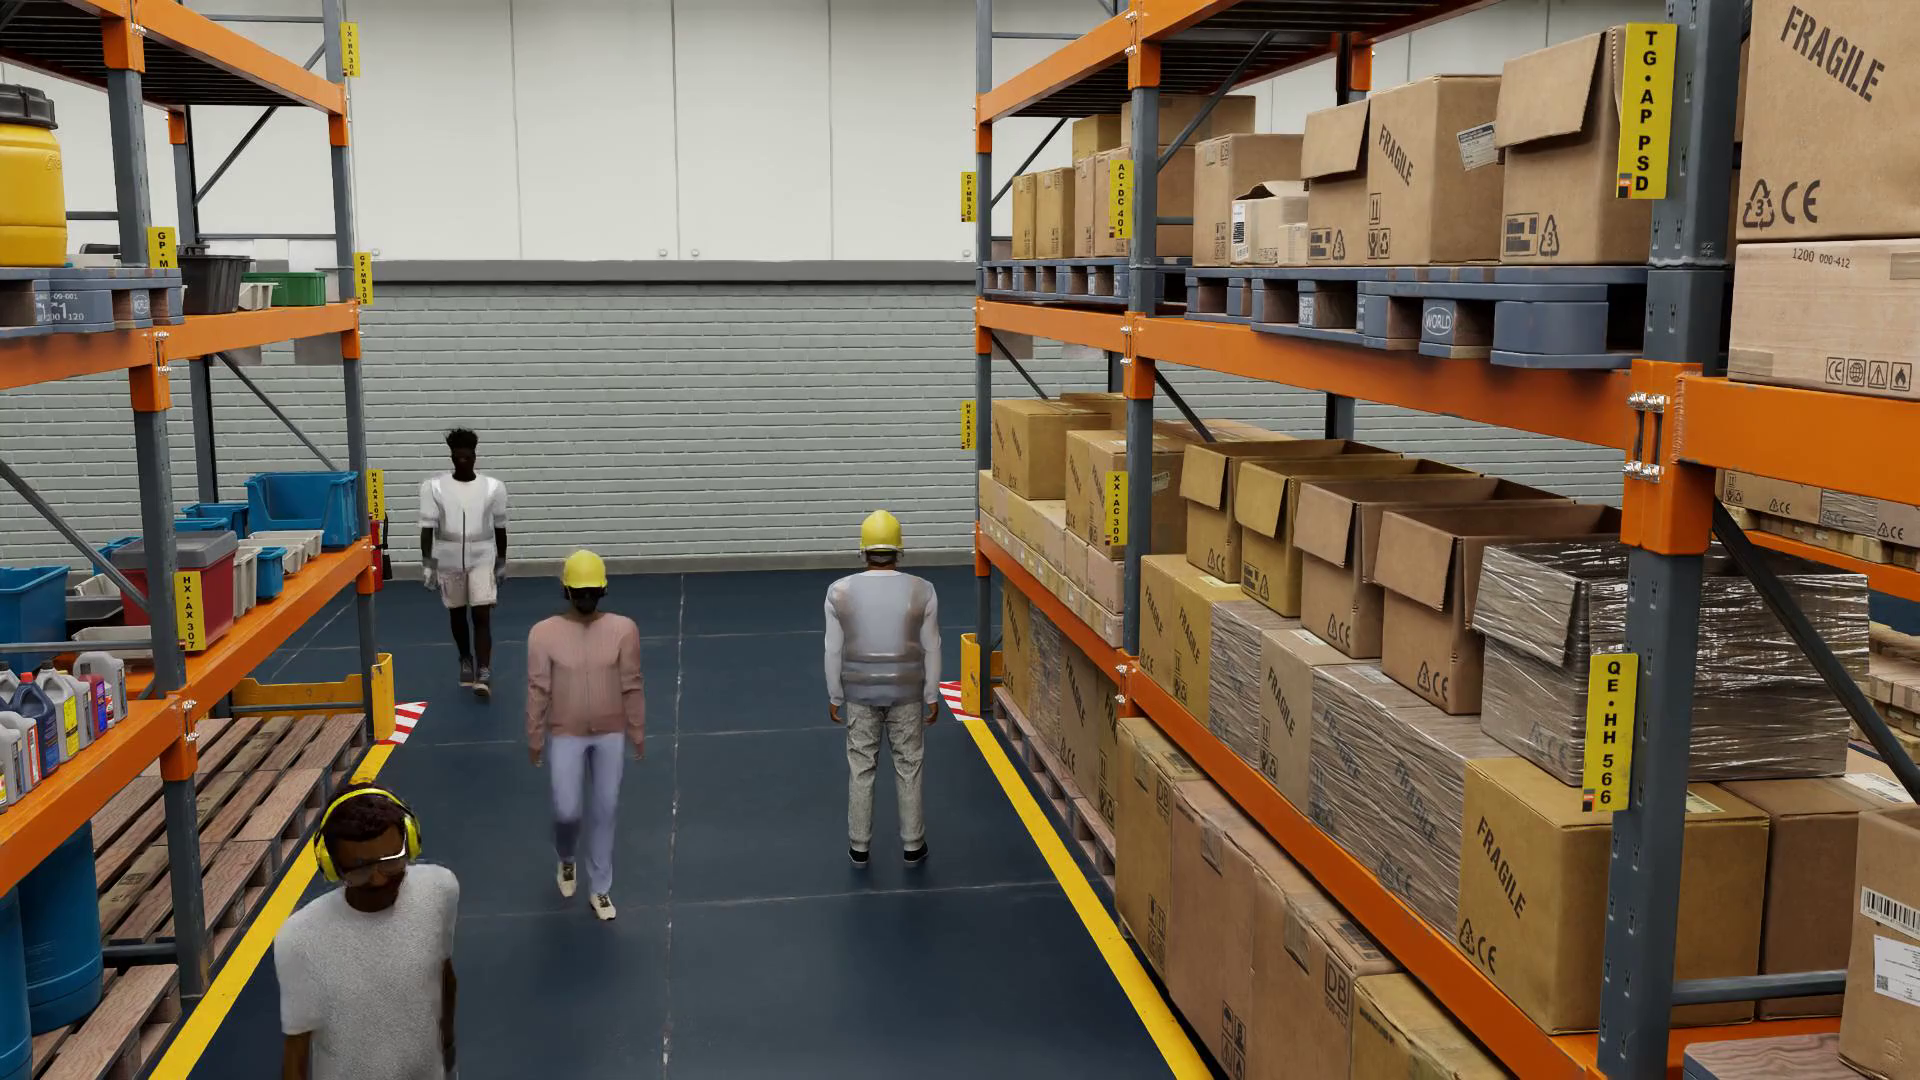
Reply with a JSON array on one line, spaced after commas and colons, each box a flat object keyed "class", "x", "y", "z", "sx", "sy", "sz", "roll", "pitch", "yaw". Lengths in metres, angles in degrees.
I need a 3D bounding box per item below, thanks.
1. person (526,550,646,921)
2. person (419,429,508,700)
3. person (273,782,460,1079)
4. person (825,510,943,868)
[{"class": "person", "x": -1.745, "y": 0.903, "z": 7.792, "sx": 0.544, "sy": 1.751, "sz": 0.404, "roll": -4, "pitch": 10, "yaw": -25}, {"class": "person", "x": -3.520, "y": 0.168, "z": 11.838, "sx": 0.605, "sy": 1.906, "sz": 1.012, "roll": -2, "pitch": 10, "yaw": -14}, {"class": "person", "x": -1.454, "y": 1.460, "z": 4.234, "sx": 0.510, "sy": 1.792, "sz": 0.966, "roll": -7, "pitch": 11, "yaw": -37}, {"class": "person", "x": -0.384, "y": 0.760, "z": 8.438, "sx": 0.595, "sy": 1.837, "sz": 0.404, "roll": 0, "pitch": 9, "yaw": 0}]
